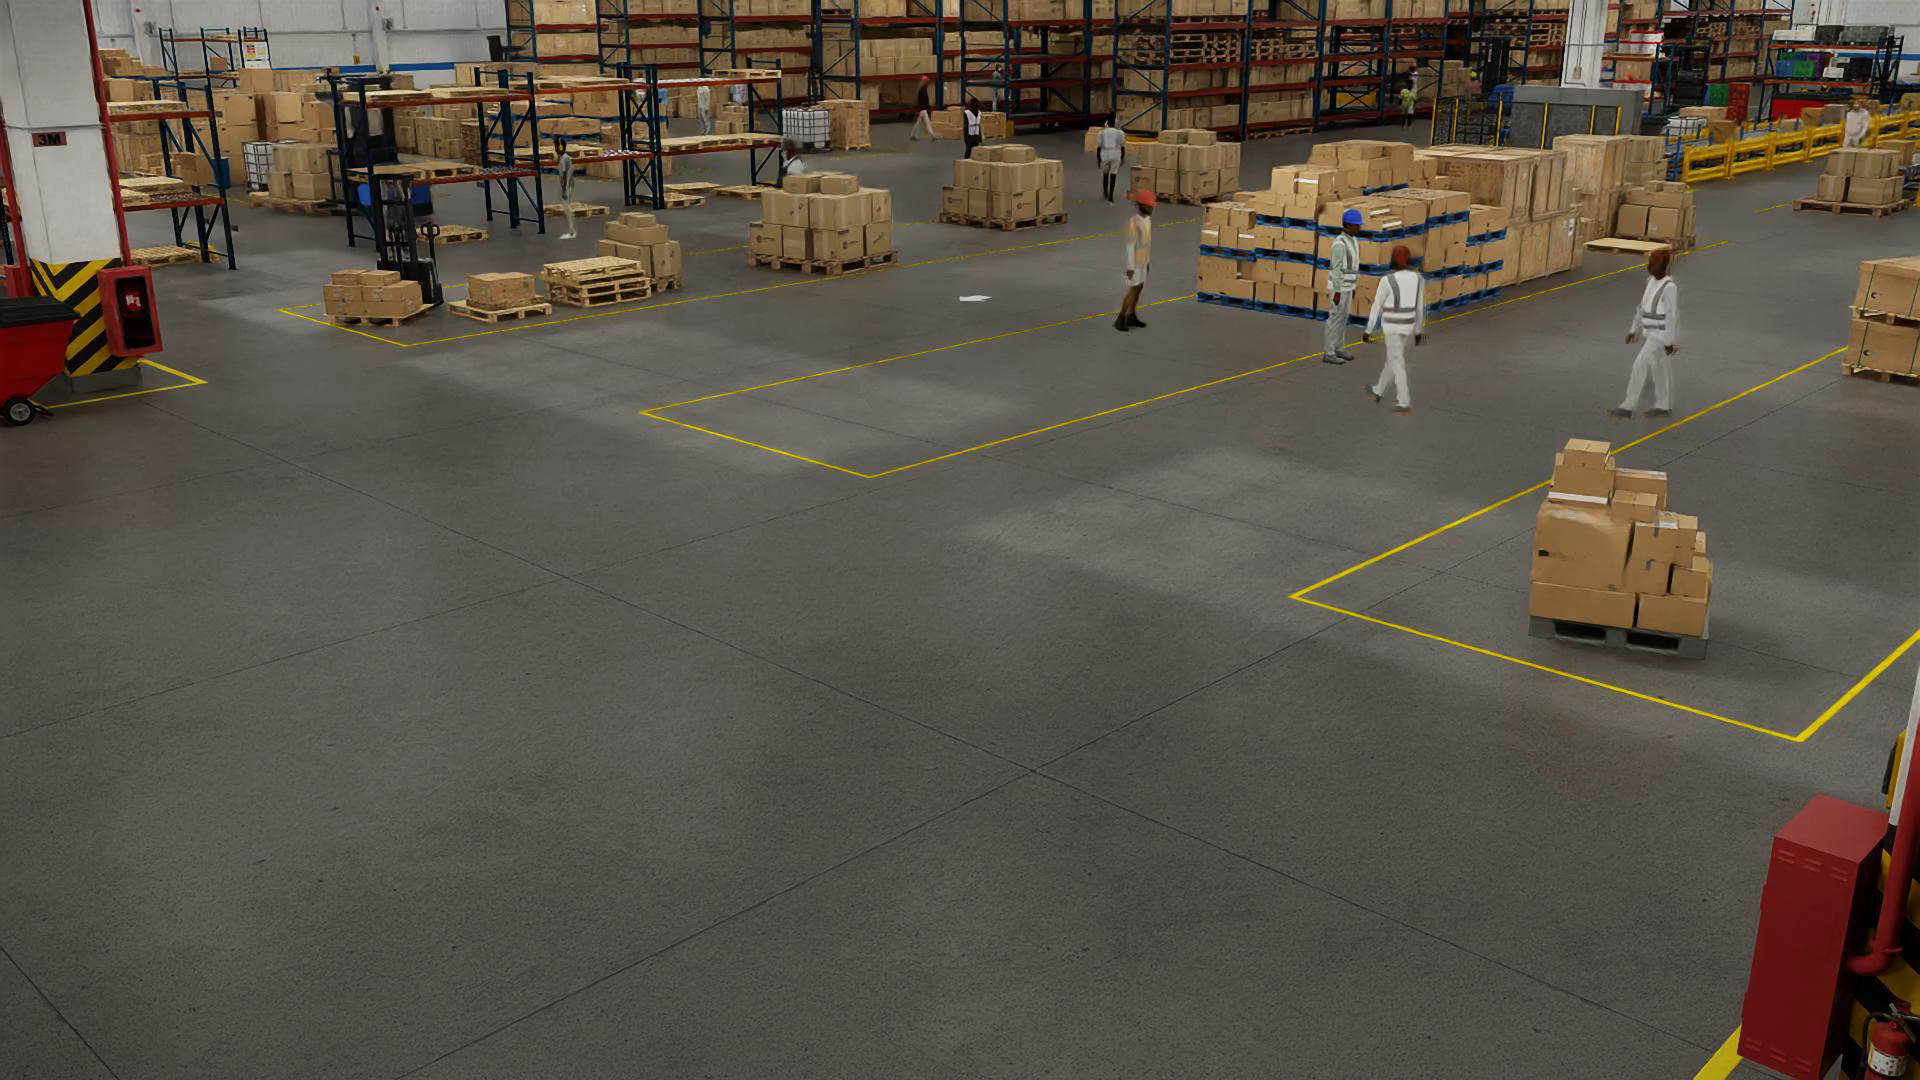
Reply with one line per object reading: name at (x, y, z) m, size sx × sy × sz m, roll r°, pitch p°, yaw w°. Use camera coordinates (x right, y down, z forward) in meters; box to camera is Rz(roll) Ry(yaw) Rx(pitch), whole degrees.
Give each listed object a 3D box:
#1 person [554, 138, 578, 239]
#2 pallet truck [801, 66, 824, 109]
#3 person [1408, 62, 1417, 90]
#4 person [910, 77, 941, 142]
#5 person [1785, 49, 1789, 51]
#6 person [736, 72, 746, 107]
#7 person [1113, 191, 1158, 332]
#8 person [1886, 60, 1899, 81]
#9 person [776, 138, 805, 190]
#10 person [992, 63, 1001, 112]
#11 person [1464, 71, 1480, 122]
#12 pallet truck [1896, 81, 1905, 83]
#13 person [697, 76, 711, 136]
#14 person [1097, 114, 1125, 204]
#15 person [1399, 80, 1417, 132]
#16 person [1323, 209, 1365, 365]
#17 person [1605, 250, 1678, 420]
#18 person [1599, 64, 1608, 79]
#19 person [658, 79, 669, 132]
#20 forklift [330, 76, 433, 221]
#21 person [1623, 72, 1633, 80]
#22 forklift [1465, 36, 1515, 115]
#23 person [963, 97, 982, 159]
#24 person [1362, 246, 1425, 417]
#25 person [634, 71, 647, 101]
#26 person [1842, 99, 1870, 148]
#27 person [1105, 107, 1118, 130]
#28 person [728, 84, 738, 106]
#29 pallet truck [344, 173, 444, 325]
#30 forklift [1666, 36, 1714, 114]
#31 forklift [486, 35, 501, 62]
person at (-7.415, -6.606, 31.290) m, size 0.333 × 1.858 × 0.522 m, roll -3°, pitch 19°, yaw -8°
pallet truck at (-4.812, -15.182, 56.903) m, size 0.823 × 1.965 × 1.885 m, roll -9°, pitch 21°, yaw -26°
person at (16.801, -16.716, 61.650) m, size 0.658 × 1.919 × 0.547 m, roll 11°, pitch 21°, yaw 31°
person at (-1.097, -13.258, 51.199) m, size 1.020 × 1.941 × 0.638 m, roll 4°, pitch 19°, yaw 12°
person at (41.461, -24.001, 83.892) m, size 0.795 × 1.731 × 0.535 m, roll 14°, pitch 23°, yaw 37°
person at (-7.259, -14.647, 55.410) m, size 0.383 × 1.930 × 0.540 m, roll -6°, pitch 19°, yaw -18°
person at (2.446, -3.837, 22.890) m, size 0.597 × 1.903 × 0.589 m, roll 11°, pitch 21°, yaw 29°
person at (37.065, -18.188, 66.230) m, size 0.617 × 1.821 × 0.425 m, roll -13°, pitch 23°, yaw -35°
person at (-3.100, -6.147, 29.613) m, size 0.852 × 2.000 × 0.714 m, roll -7°, pitch 19°, yaw -19°
person at (1.343, -16.364, 60.562) m, size 0.374 × 1.936 × 0.629 m, roll 3°, pitch 19°, yaw 9°
person at (18.067, -15.678, 58.780) m, size 0.544 × 1.745 × 0.534 m, roll 0°, pitch 18°, yaw 1°
pallet truck at (34.802, -16.331, 61.455) m, size 0.653 × 1.274 × 1.630 m, roll 17°, pitch 25°, yaw 41°
person at (-7.982, -13.427, 51.706) m, size 0.370 × 1.940 × 0.630 m, roll -13°, pitch 22°, yaw -34°
person at (3.328, -8.407, 36.627) m, size 0.611 × 1.908 × 1.024 m, roll 4°, pitch 19°, yaw 12°
person at (14.728, -14.289, 54.721) m, size 0.534 × 1.670 × 0.768 m, roll 5°, pitch 19°, yaw 15°
person at (4.806, -3.169, 20.813) m, size 0.418 × 1.940 × 0.601 m, roll 11°, pitch 21°, yaw 29°
person at (7.444, -2.228, 18.092) m, size 0.852 × 1.848 × 0.590 m, roll 2°, pitch 18°, yaw 5°
person at (23.816, -16.652, 61.515) m, size 0.894 × 1.869 × 0.681 m, roll -11°, pitch 21°, yaw -30°
person at (-9.730, -14.191, 54.386) m, size 0.319 × 1.697 × 0.533 m, roll 5°, pitch 19°, yaw 15°
forklift at (-11.917, -8.020, 33.946) m, size 1.873 × 2.768 × 1.129 m, roll 10°, pitch 21°, yaw 28°
person at (21.316, -13.916, 53.075) m, size 0.673 × 2.011 × 0.628 m, roll -8°, pitch 20°, yaw -23°
forklift at (19.973, -17.201, 61.605) m, size 1.873 × 2.768 × 1.129 m, roll 16°, pitch 24°, yaw 40°
person at (0.305, -10.211, 42.052) m, size 0.369 × 1.915 × 0.597 m, roll 17°, pitch 25°, yaw 41°
person at (4.781, -2.347, 18.469) m, size 0.598 × 1.836 × 0.952 m, roll -9°, pitch 20°, yaw -25°
person at (-11.720, -16.421, 61.221) m, size 0.527 × 1.621 × 0.388 m, roll 3°, pitch 19°, yaw 10°
person at (22.930, -10.348, 42.588) m, size 1.037 × 1.857 × 0.633 m, roll -14°, pitch 23°, yaw -35°
person at (3.876, -10.271, 42.668) m, size 0.311 × 1.639 × 0.514 m, roll -7°, pitch 19°, yaw -19°
person at (-7.758, -15.162, 57.335) m, size 0.683 × 1.668 × 0.548 m, roll 13°, pitch 22°, yaw 35°
pallet truck at (-8.209, -4.181, 23.757) m, size 0.823 × 1.965 × 1.885 m, roll 3°, pitch 19°, yaw 9°
forklift at (27.341, -17.291, 61.877) m, size 1.129 × 2.768 × 1.873 m, roll 17°, pitch 25°, yaw 41°
forklift at (-17.571, -17.681, 63.052) m, size 1.873 × 2.768 × 1.129 m, roll -2°, pitch 18°, yaw -6°
